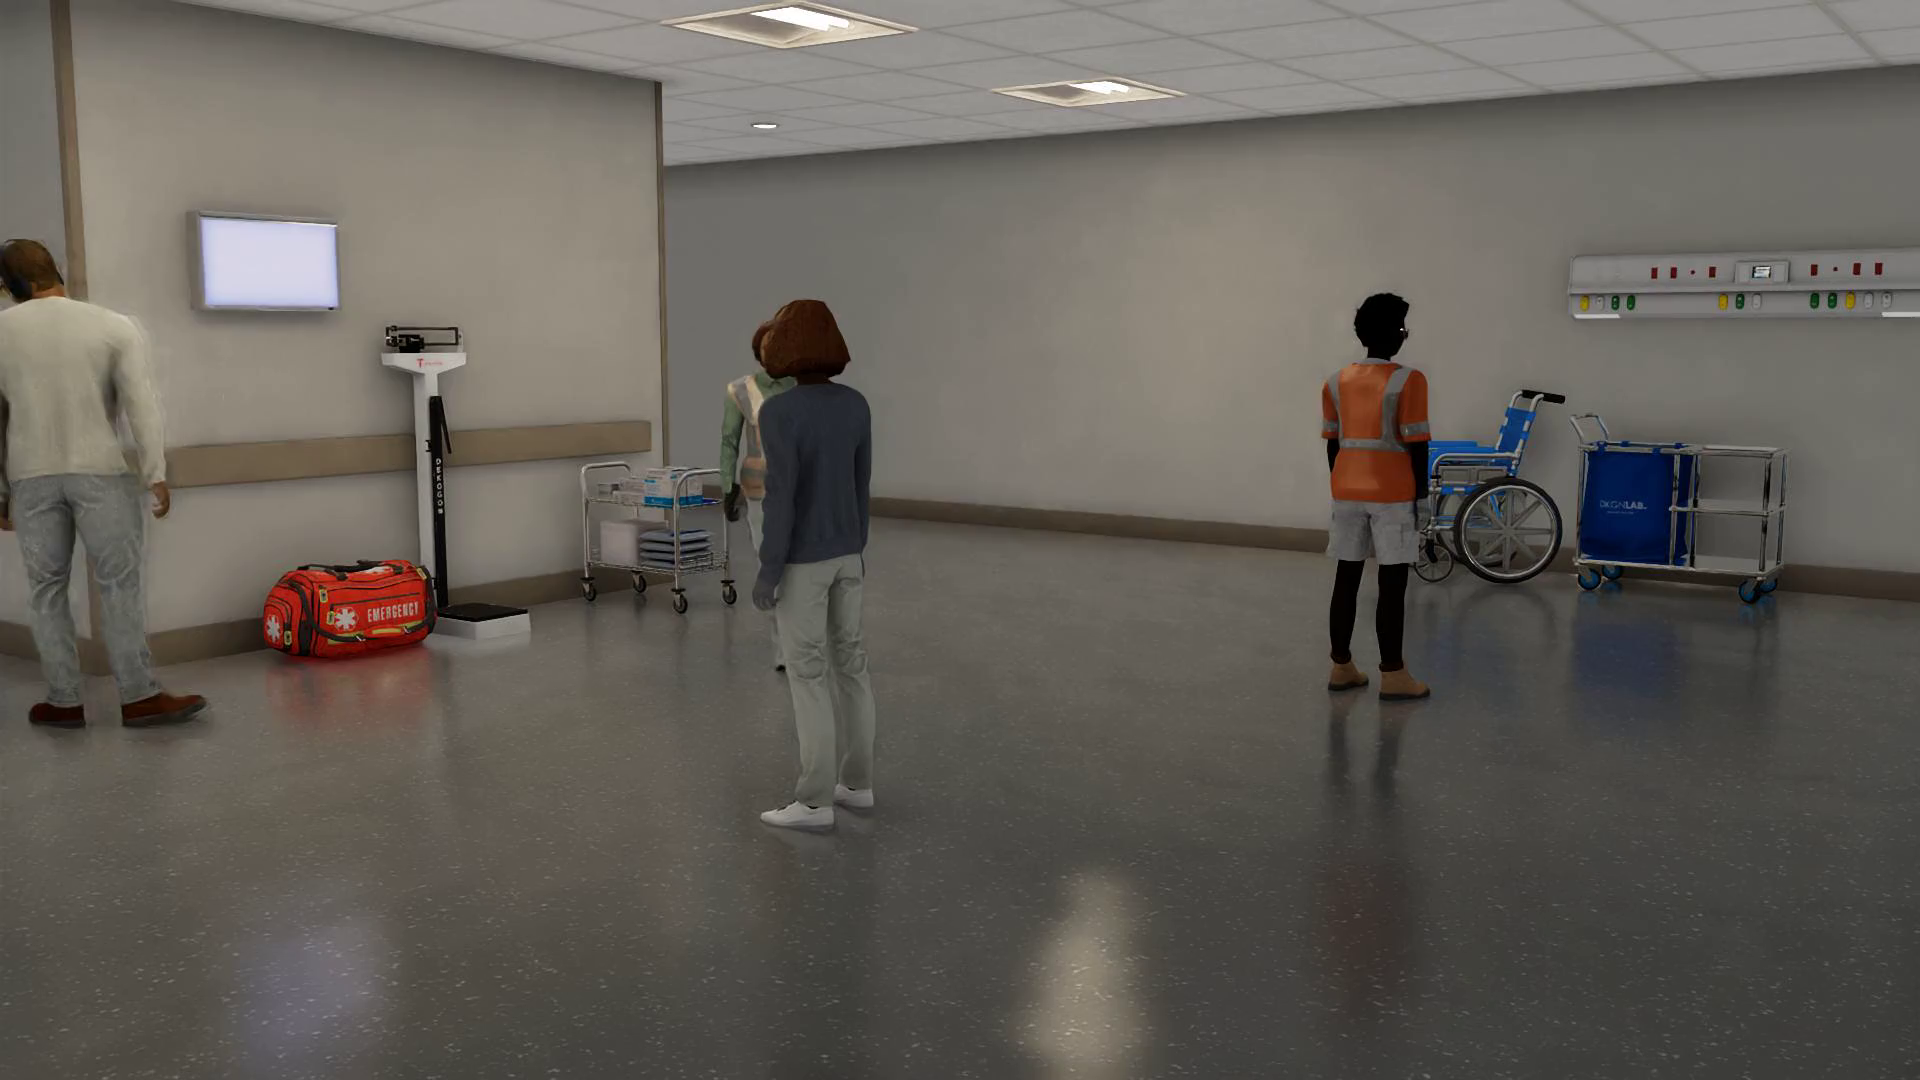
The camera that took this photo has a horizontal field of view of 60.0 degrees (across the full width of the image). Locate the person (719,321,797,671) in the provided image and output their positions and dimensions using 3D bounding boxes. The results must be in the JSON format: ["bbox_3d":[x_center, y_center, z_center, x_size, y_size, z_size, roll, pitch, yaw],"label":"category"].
[{"bbox_3d":[-0.856,-0.236,7.846,0.524,1.591,0.868,0,7,0],"label":"person"}]

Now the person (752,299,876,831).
[{"bbox_3d":[-0.452,0.077,5.154,0.268,1.632,0.507,5,8,33],"label":"person"}]

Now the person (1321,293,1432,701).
[{"bbox_3d":[1.748,-0.179,6.968,0.318,1.697,0.533,-6,9,-39],"label":"person"}]

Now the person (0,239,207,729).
[{"bbox_3d":[-3.383,-0.209,6.445,0.801,1.896,0.421,-2,7,-16],"label":"person"}]
